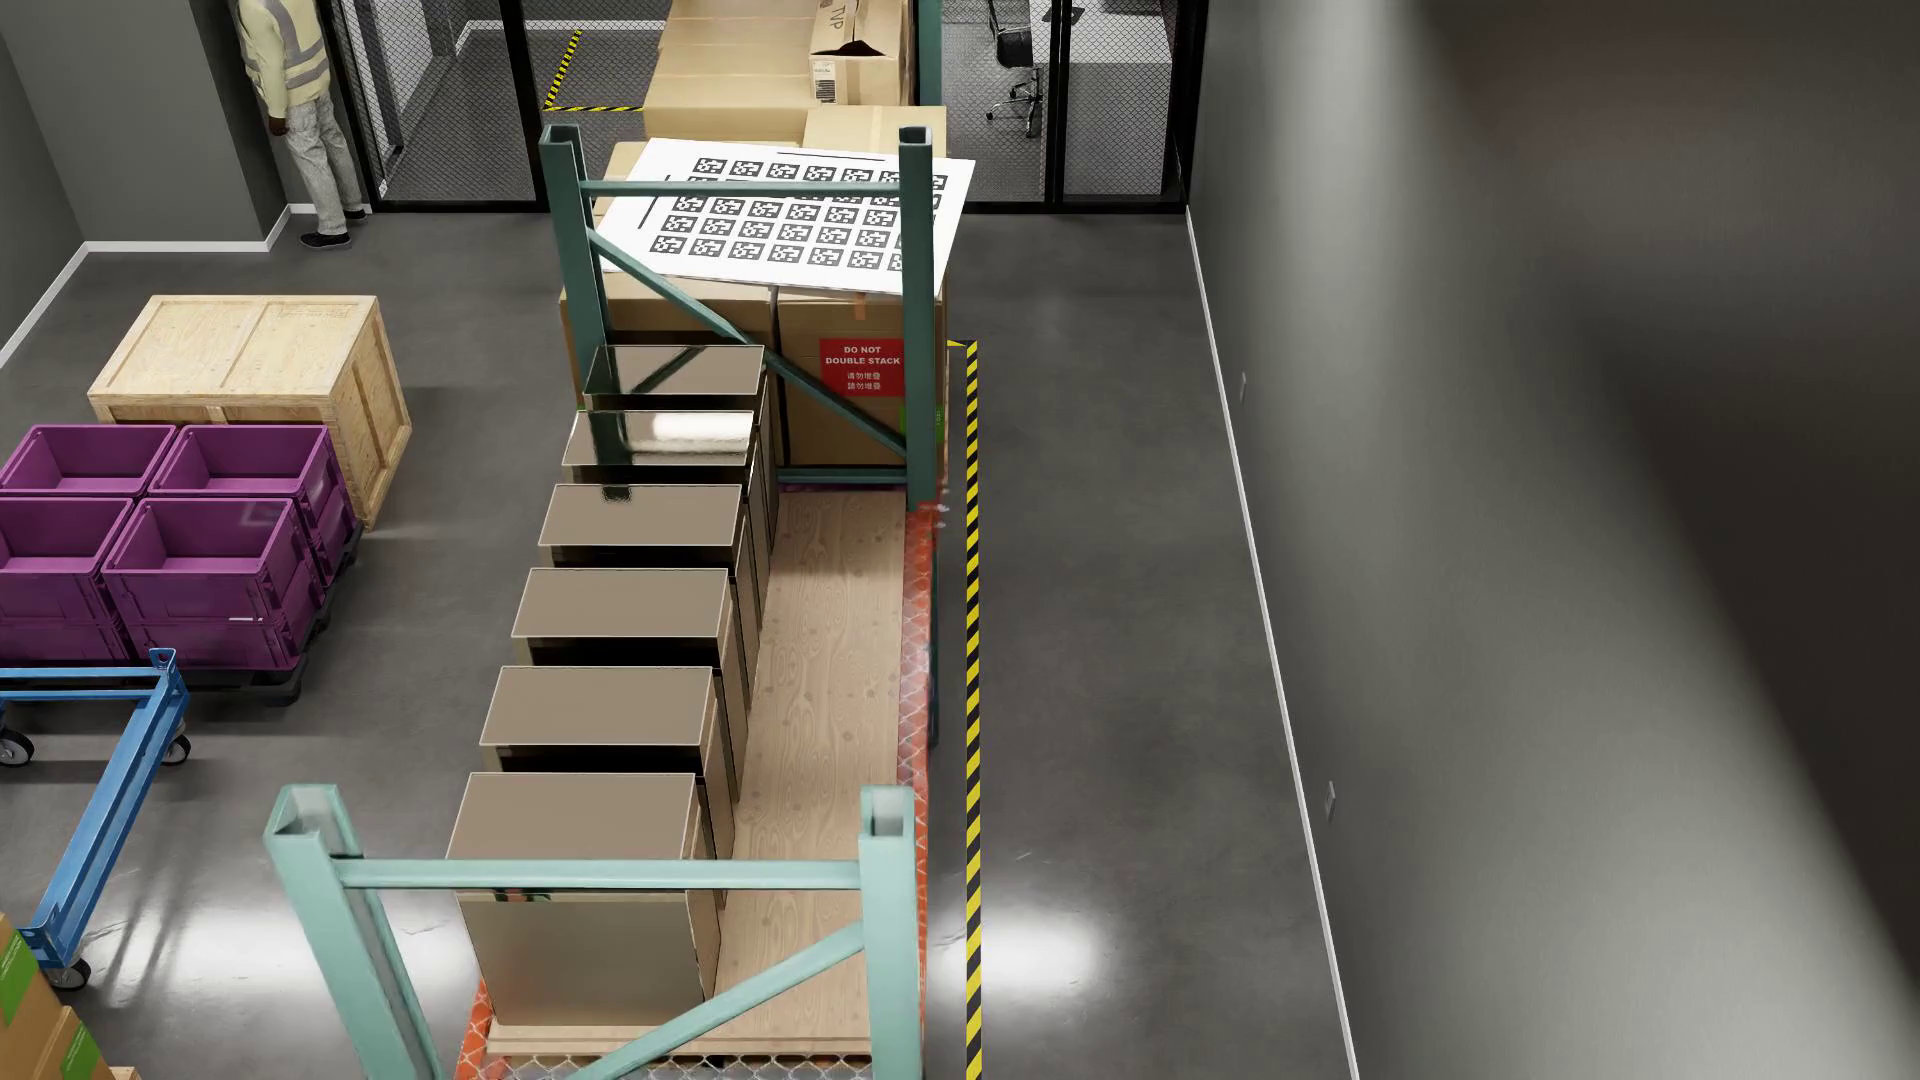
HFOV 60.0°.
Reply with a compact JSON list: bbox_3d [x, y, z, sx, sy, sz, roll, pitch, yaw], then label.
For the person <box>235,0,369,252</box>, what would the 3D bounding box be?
[{"bbox_3d":[-3.493,-2.389,8.697,0.404,1.829,0.600,5,41,6],"label":"person"}]
